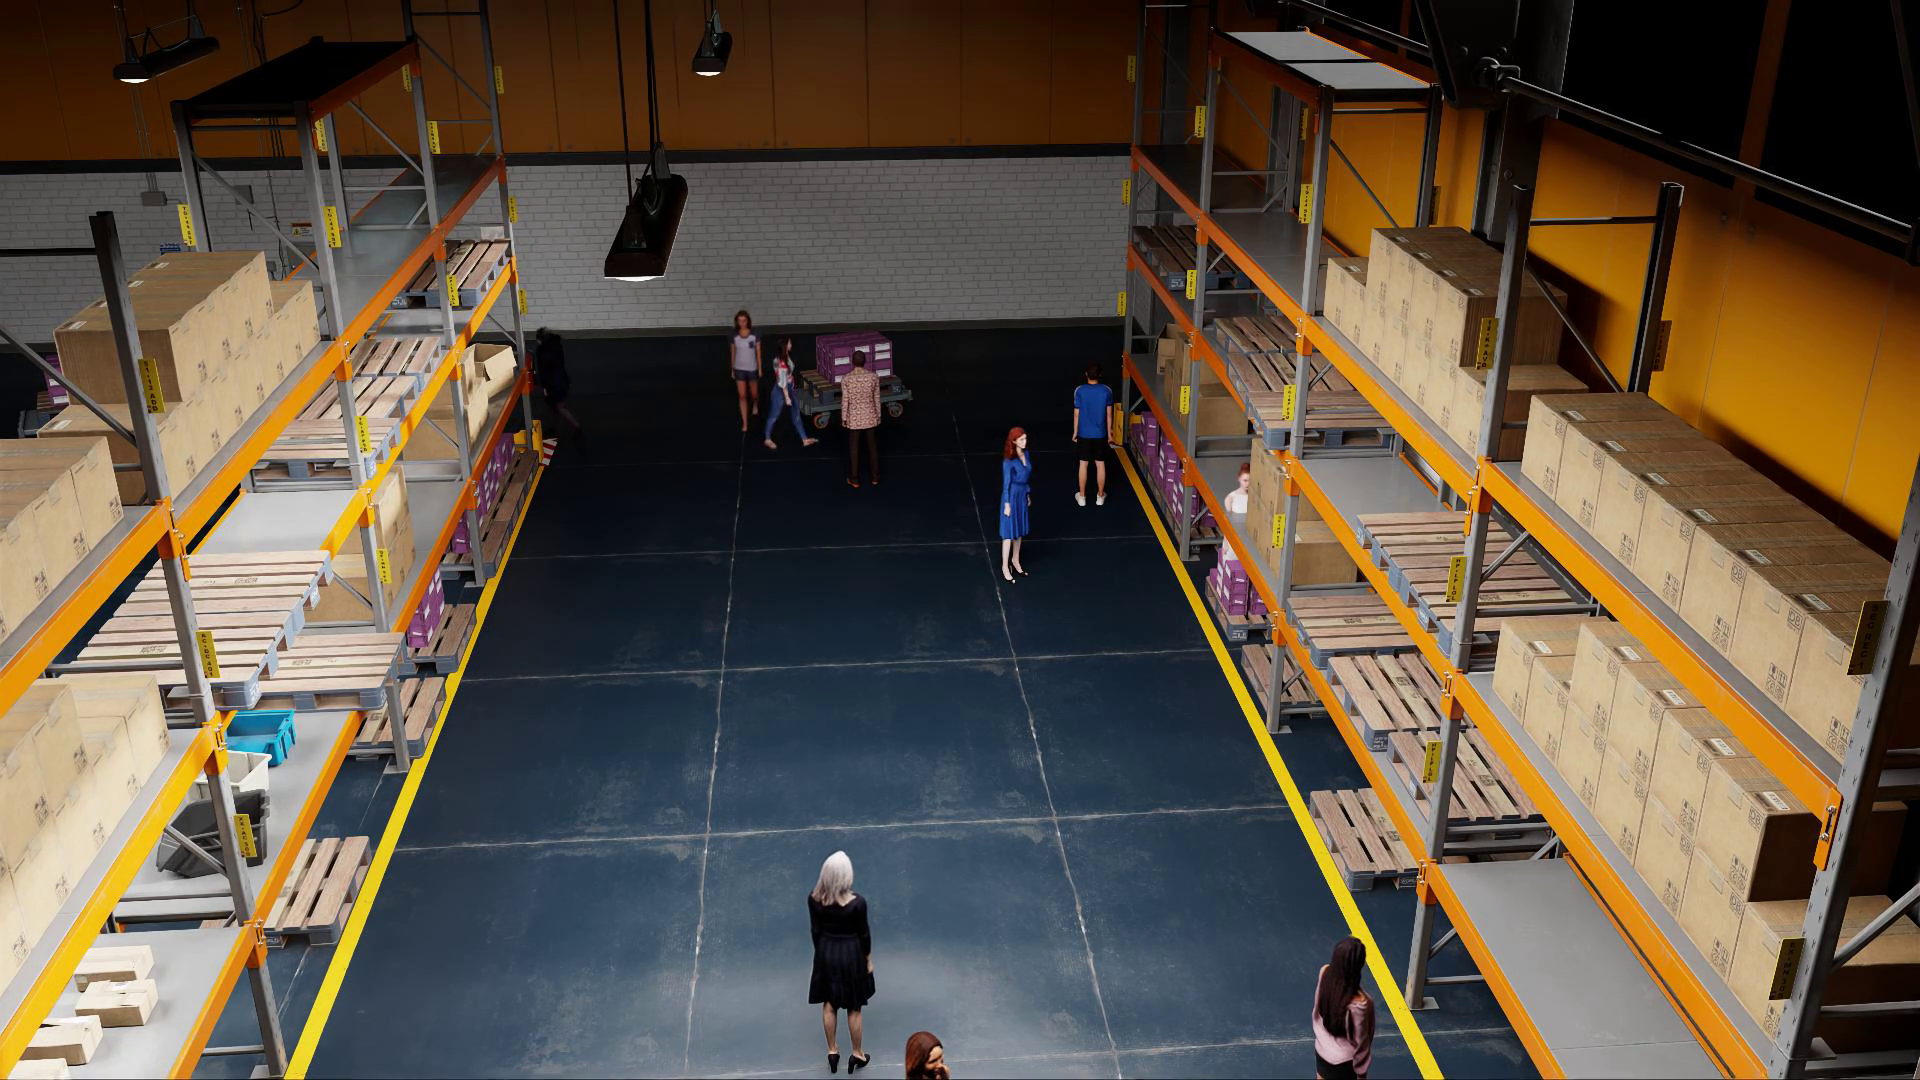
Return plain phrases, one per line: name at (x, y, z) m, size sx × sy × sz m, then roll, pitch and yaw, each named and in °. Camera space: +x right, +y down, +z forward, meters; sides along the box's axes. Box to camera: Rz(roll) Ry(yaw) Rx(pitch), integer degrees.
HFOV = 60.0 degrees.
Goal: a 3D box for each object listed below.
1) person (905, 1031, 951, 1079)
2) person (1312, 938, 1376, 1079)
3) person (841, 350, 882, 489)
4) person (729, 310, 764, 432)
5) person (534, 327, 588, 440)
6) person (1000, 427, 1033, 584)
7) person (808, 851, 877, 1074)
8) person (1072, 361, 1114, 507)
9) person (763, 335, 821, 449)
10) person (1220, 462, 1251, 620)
person at (-0.191, 3.580, 9.529) m, size 0.724 × 1.835 × 0.643 m, roll 15°, pitch 28°, yaw 30°
person at (2.352, 3.234, 10.351) m, size 0.749 × 1.812 × 0.602 m, roll -12°, pitch 26°, yaw -25°
person at (-1.259, -1.555, 21.310) m, size 0.717 × 1.808 × 0.649 m, roll -6°, pitch 24°, yaw -14°
person at (-2.999, -2.411, 23.389) m, size 0.621 × 1.712 × 0.902 m, roll 0°, pitch 24°, yaw -1°
person at (-5.486, -2.106, 22.788) m, size 0.992 × 1.635 × 1.071 m, roll 8°, pitch 25°, yaw 17°
person at (0.630, -0.410, 18.667) m, size 0.774 × 1.827 × 0.708 m, roll 17°, pitch 29°, yaw 34°
person at (-0.802, 2.862, 11.282) m, size 0.663 × 1.747 × 0.659 m, roll 5°, pitch 24°, yaw 11°
person at (1.651, -1.344, 20.756) m, size 0.661 × 1.866 × 0.586 m, roll 0°, pitch 24°, yaw -1°
person at (-2.481, -1.990, 22.605) m, size 1.003 × 1.568 × 1.083 m, roll 10°, pitch 25°, yaw 21°
person at (2.983, 0.017, 17.734) m, size 0.569 × 1.791 × 0.519 m, roll -4°, pitch 24°, yaw -9°
